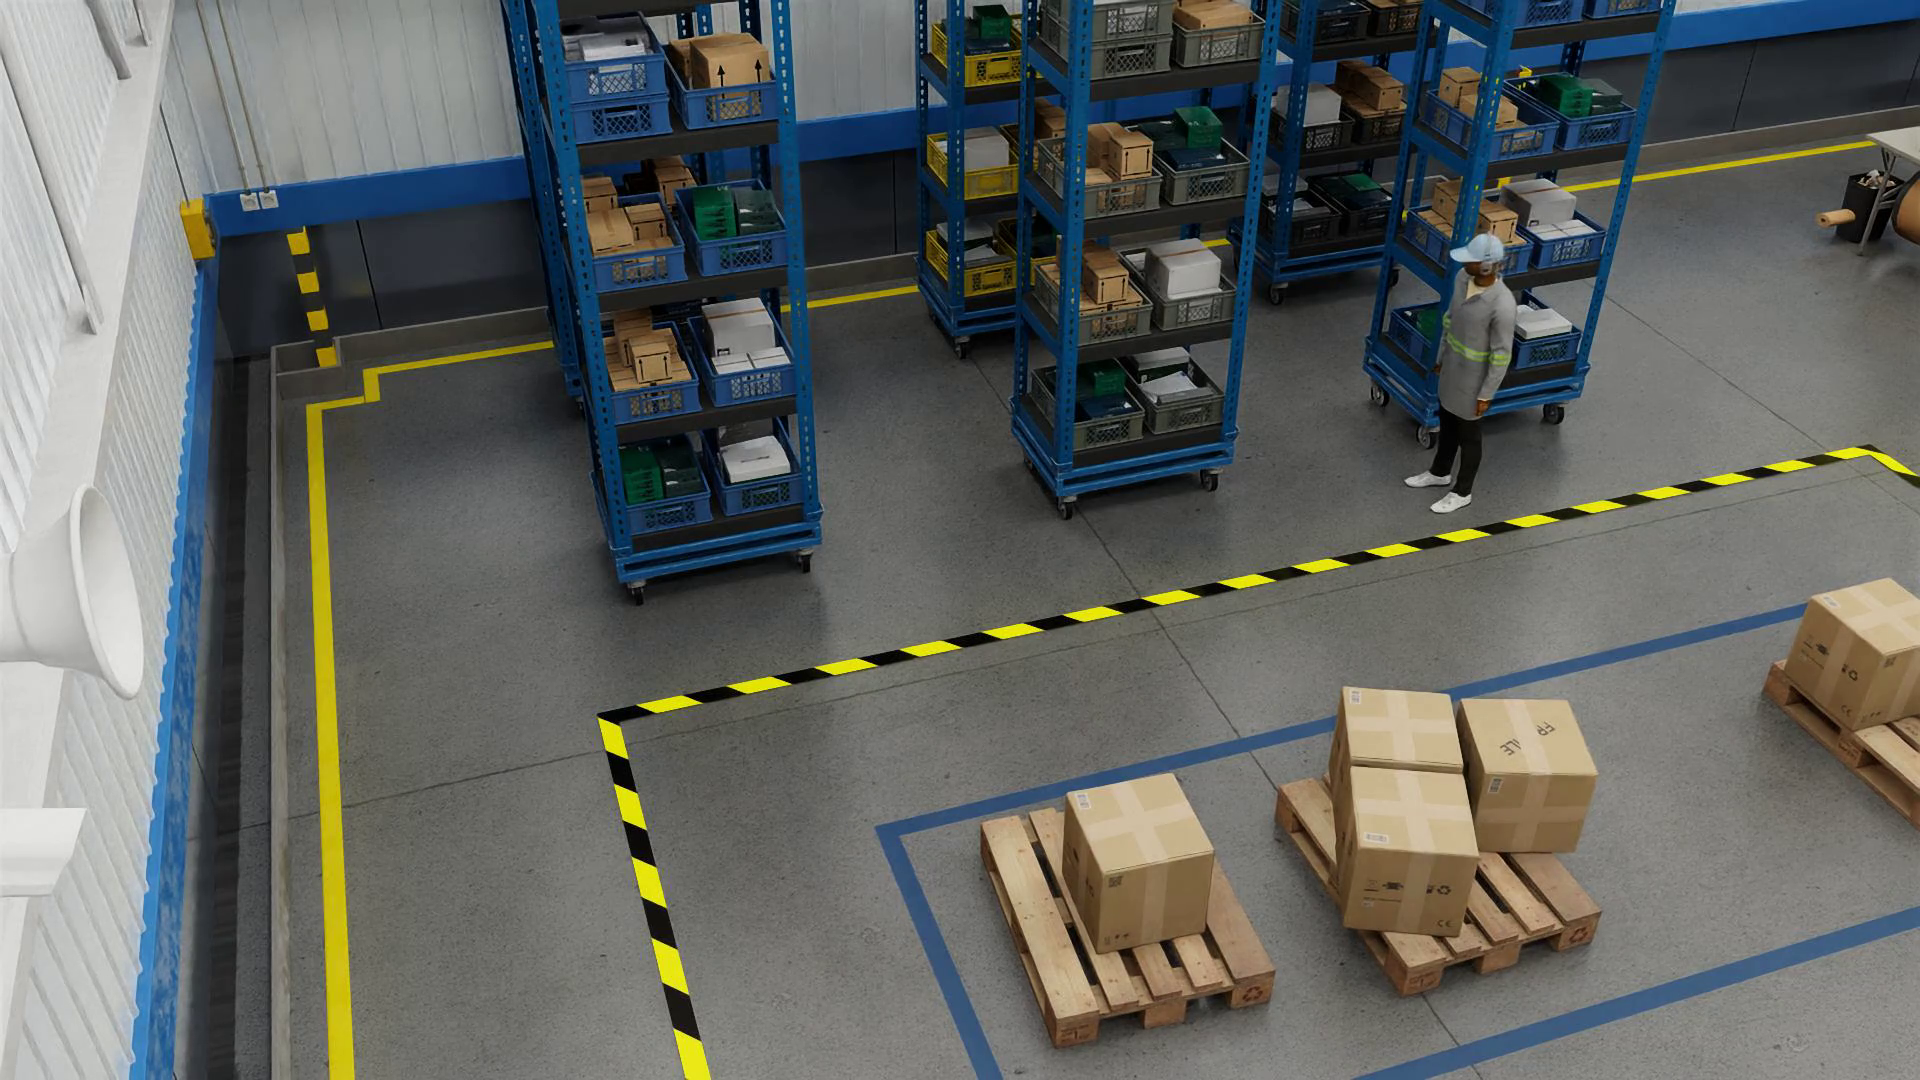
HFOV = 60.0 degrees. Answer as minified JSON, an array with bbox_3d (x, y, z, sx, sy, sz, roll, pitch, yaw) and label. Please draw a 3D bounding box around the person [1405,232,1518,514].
[{"bbox_3d":[3.057,-1.015,10.122,0.386,1.849,0.597,-9,36,-13],"label":"person"}]
